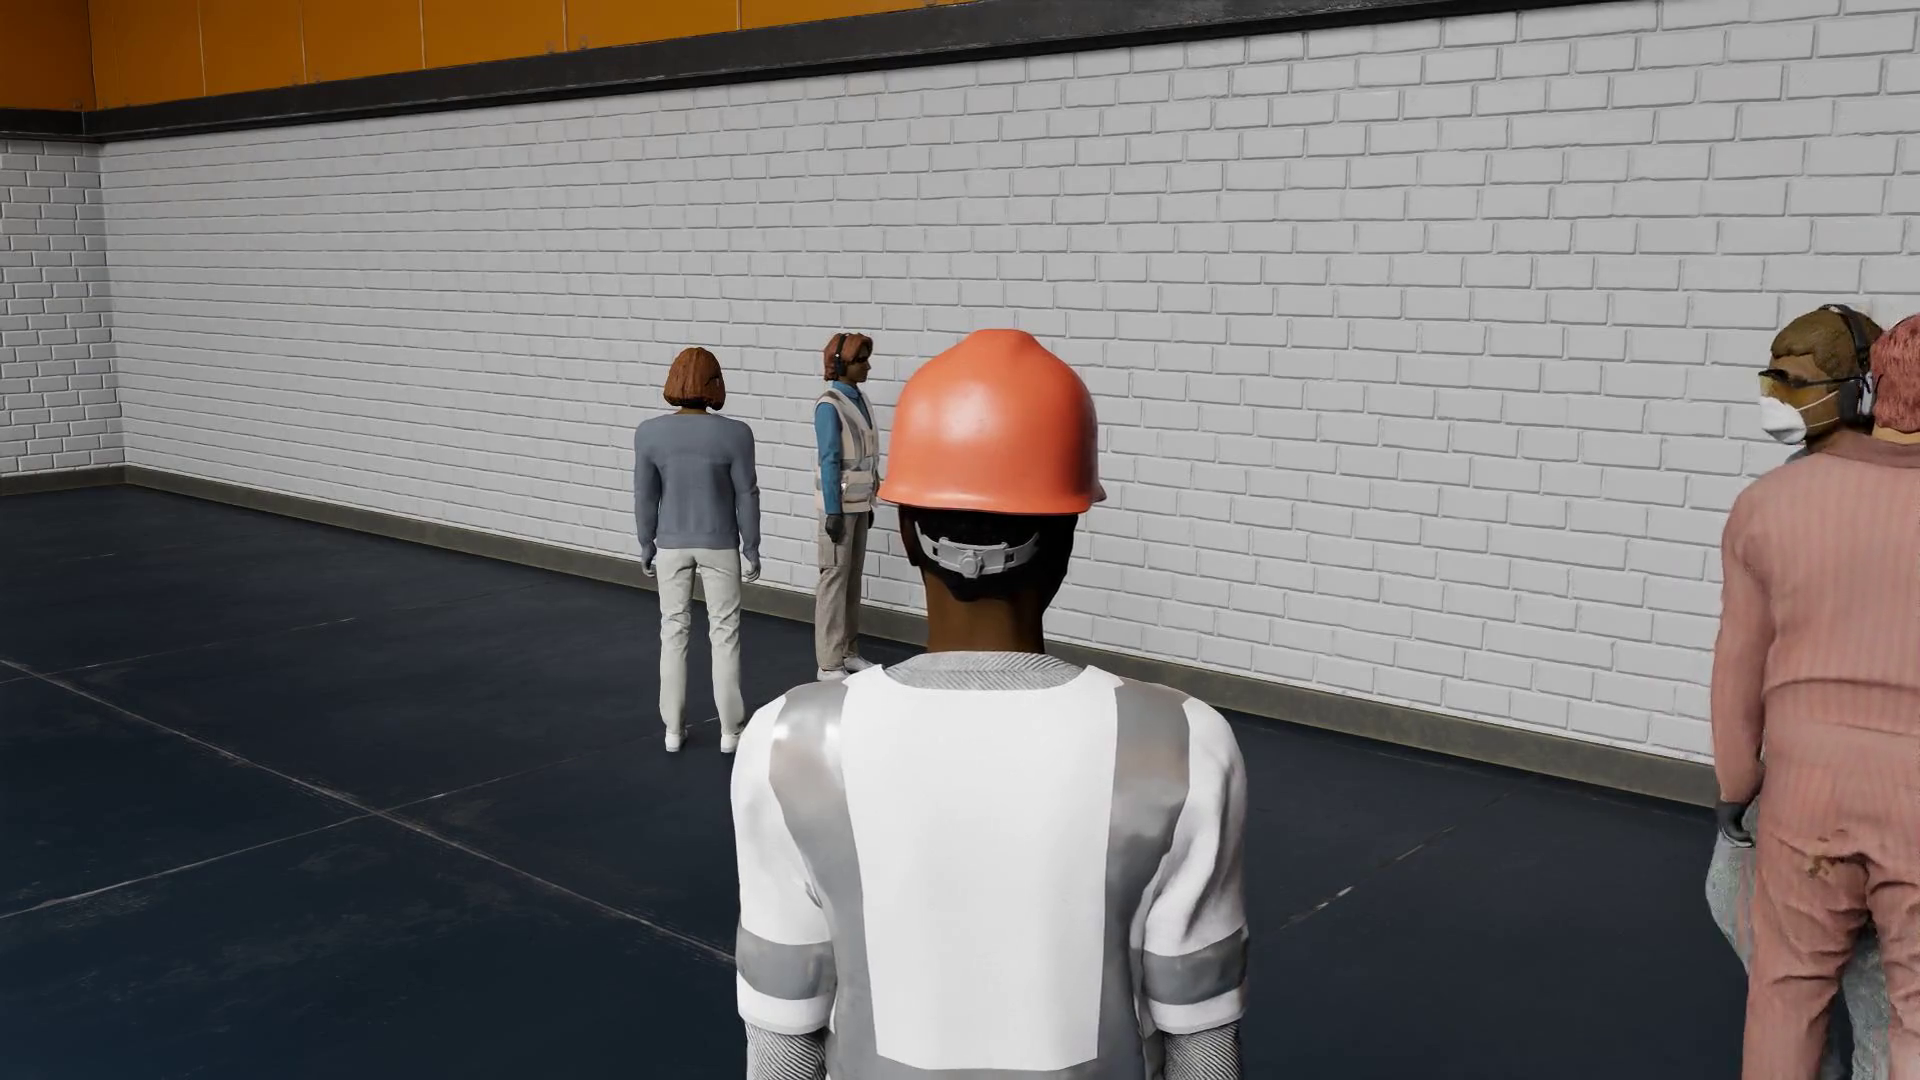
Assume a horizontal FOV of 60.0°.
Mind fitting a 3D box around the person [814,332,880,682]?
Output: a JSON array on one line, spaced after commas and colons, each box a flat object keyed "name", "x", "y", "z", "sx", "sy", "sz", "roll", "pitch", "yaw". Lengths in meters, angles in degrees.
[{"name": "person", "x": -0.526, "y": -0.141, "z": 7.726, "sx": 0.308, "sy": 1.639, "sz": 0.524, "roll": 3, "pitch": 10, "yaw": 14}]

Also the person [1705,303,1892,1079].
[{"name": "person", "x": 1.862, "y": 0.468, "z": 3.497, "sx": 0.505, "sy": 1.910, "sz": 0.644, "roll": 1, "pitch": 10, "yaw": 3}]

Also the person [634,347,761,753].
[{"name": "person", "x": -1.045, "y": 0.047, "z": 6.673, "sx": 0.507, "sy": 1.632, "sz": 0.273, "roll": 1, "pitch": 10, "yaw": 6}]

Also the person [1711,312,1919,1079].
[{"name": "person", "x": 1.838, "y": 0.504, "z": 3.295, "sx": 0.651, "sy": 1.905, "sz": 0.403, "roll": 8, "pitch": 13, "yaw": 40}]

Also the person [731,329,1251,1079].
[{"name": "person", "x": 0.035, "y": 0.743, "z": 1.845, "sx": 0.544, "sy": 1.939, "sz": 0.354, "roll": 0, "pitch": 10, "yaw": 3}]
